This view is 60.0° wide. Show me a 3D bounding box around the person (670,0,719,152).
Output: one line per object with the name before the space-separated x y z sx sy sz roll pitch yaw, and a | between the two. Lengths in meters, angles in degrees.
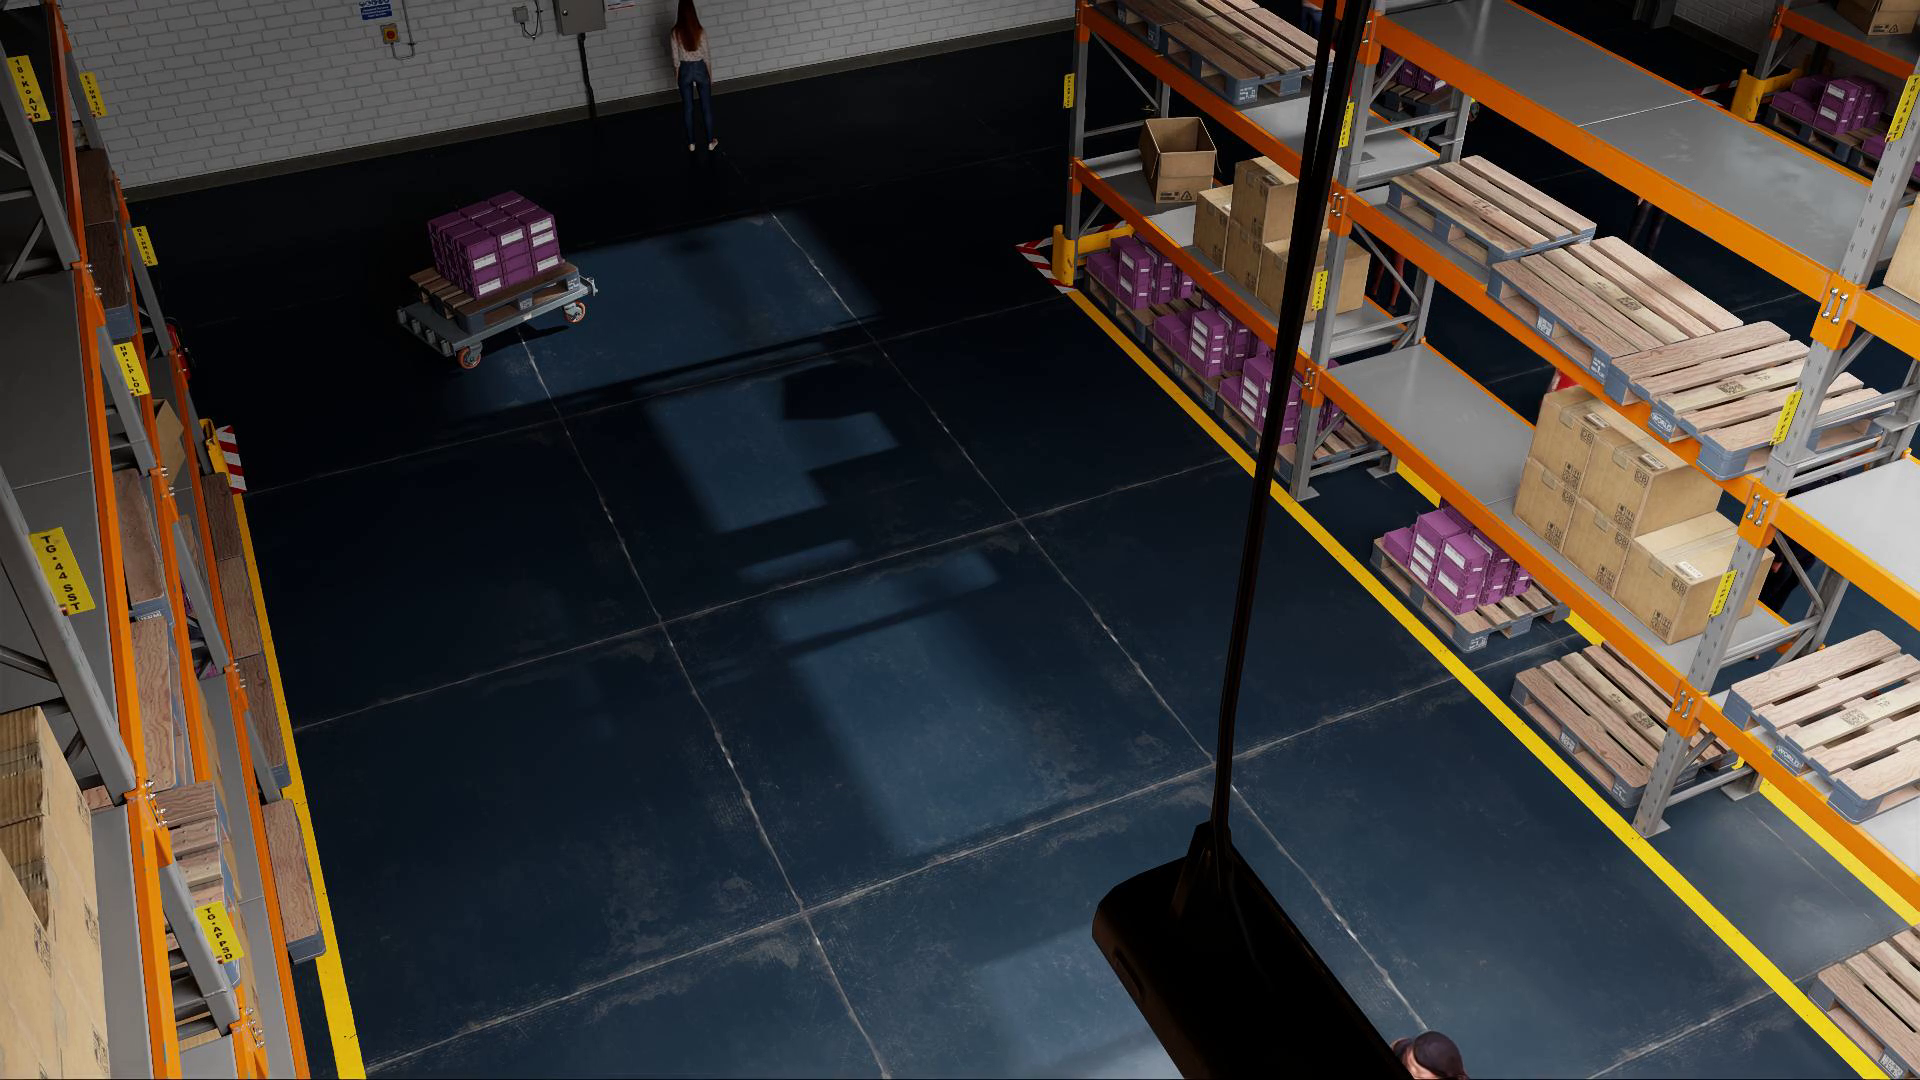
person | -2.935 -5.129 18.320 0.640 1.729 0.622 -3 39 -3

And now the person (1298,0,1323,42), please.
person | 4.151 -6.192 19.605 0.700 1.786 0.578 -31 48 -33

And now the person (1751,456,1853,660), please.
person | 5.925 0.032 11.786 0.687 1.817 0.568 -17 42 -20

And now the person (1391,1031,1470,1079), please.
person | 2.233 2.940 8.229 0.785 1.711 0.643 -29 47 -31
